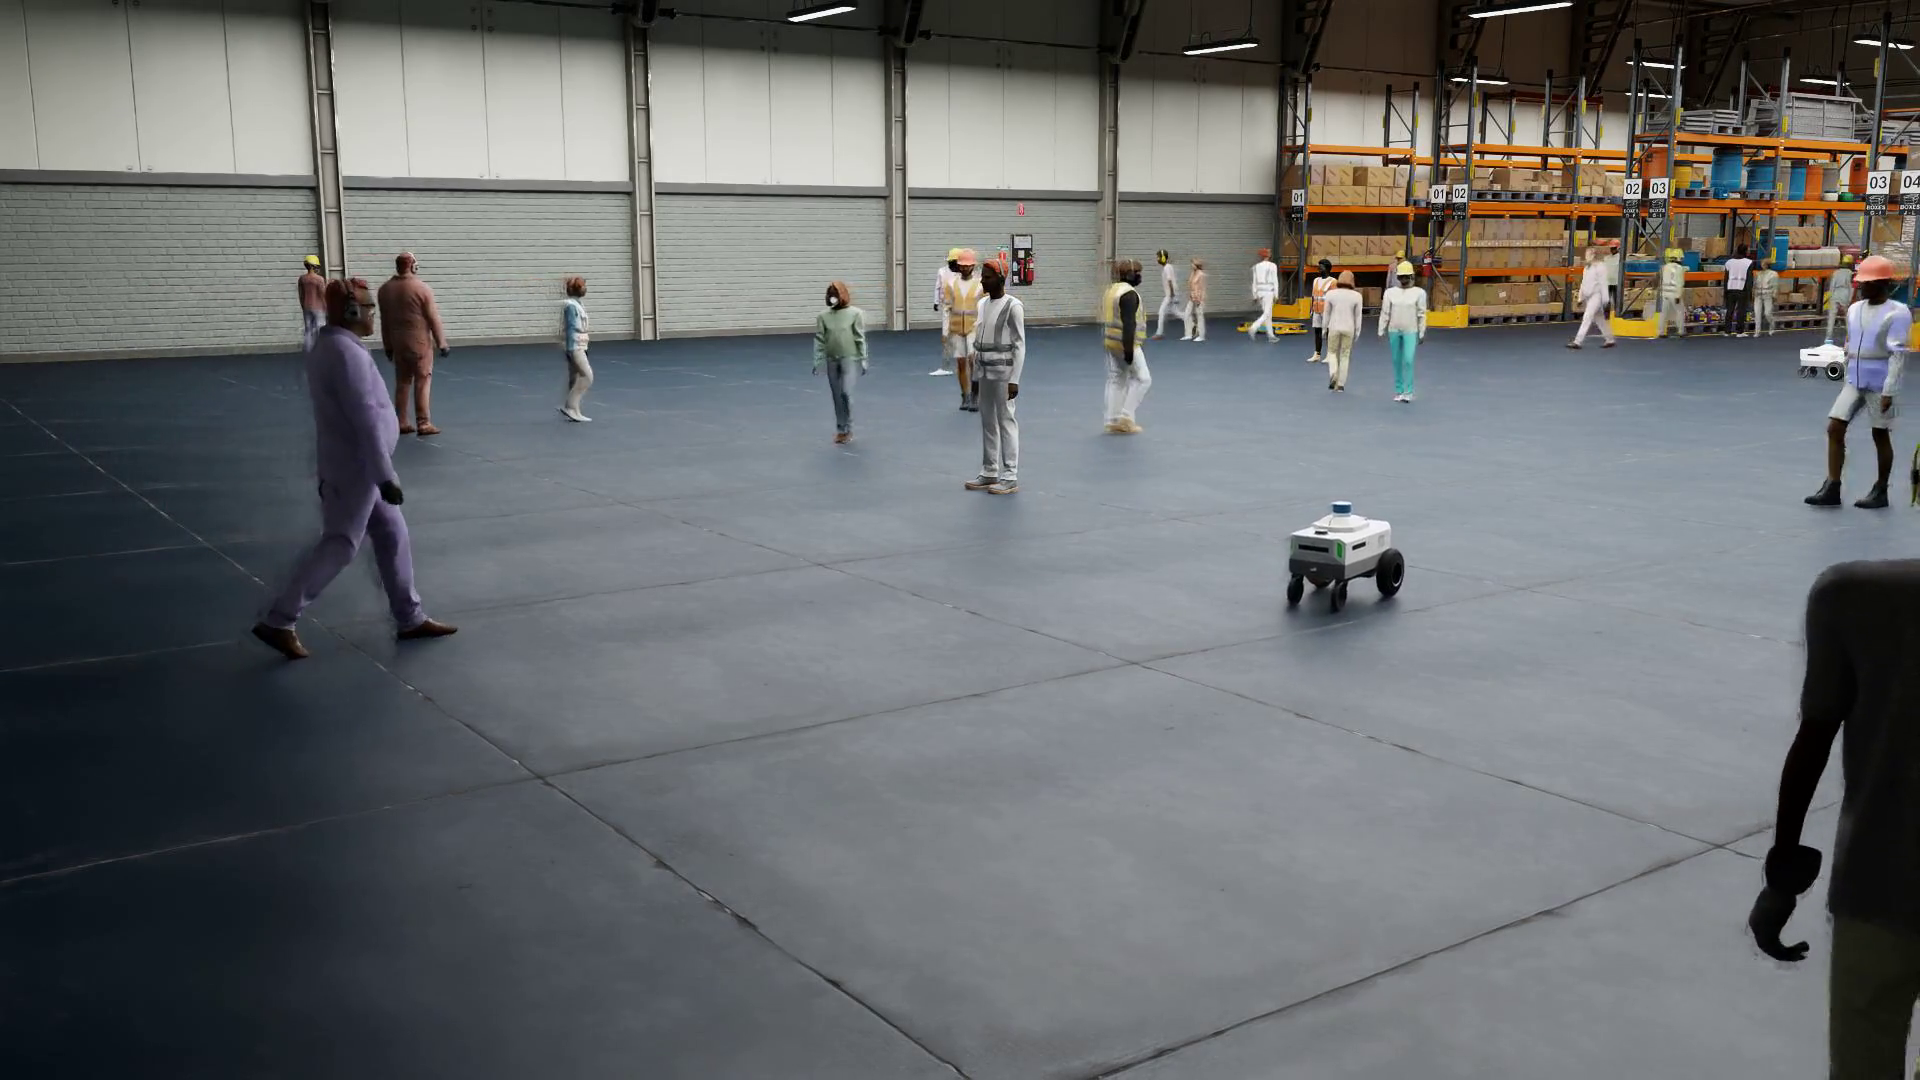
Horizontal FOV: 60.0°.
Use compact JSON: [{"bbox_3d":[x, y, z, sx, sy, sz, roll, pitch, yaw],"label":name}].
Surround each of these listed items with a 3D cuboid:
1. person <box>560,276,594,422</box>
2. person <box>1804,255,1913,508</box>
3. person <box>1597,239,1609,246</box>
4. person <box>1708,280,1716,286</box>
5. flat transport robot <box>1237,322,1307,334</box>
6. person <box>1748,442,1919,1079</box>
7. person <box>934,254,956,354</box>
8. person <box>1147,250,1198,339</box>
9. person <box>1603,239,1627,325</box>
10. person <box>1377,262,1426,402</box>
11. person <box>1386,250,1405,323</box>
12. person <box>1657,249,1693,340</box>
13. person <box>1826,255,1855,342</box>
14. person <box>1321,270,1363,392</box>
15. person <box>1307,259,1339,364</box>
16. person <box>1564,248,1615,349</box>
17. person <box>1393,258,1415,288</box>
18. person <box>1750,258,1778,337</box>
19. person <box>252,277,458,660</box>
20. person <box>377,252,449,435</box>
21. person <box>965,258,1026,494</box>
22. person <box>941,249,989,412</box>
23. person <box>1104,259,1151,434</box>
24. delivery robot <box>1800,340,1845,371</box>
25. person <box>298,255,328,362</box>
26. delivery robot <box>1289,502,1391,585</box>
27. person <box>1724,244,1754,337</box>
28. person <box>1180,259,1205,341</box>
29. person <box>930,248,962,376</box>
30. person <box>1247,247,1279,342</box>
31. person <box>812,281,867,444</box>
[{"bbox_3d":[-4.232,-2.107,18.440,0.364,1.627,0.514,-1,10,-8],"label":"person"},{"bbox_3d":[6.772,-1.168,12.506,0.803,1.905,0.568,-4,11,-20],"label":"person"},{"bbox_3d":[16.939,-6.970,44.096,1.011,2.012,0.604,-6,12,-30],"label":"person"},{"bbox_3d":[21.823,-7.685,48.598,0.955,1.786,0.606,-8,13,-39],"label":"person"},{"bbox_3d":[6.663,-4.540,35.502,0.652,0.197,1.431,-7,13,-34],"label":"flat transport robot"},{"bbox_3d":[1.621,0.653,2.764,0.524,1.840,0.896,4,11,20],"label":"person"},{"bbox_3d":[-0.110,-4.208,29.491,0.617,1.810,0.943,5,11,25],"label":"person"},{"bbox_3d":[4.318,-4.933,33.474,0.971,1.812,0.548,2,11,11],"label":"person"},{"bbox_3d":[15.175,-5.979,38.656,0.382,1.993,0.622,-7,13,-35],"label":"person"},{"bbox_3d":[5.459,-2.565,20.634,0.545,1.738,0.764,6,12,29],"label":"person"},{"bbox_3d":[10.304,-5.947,39.187,0.540,1.737,0.505,4,11,23],"label":"person"},{"bbox_3d":[14.376,-4.905,33.312,0.791,1.797,0.615,-2,11,-12],"label":"person"},{"bbox_3d":[17.242,-4.694,32.438,0.902,1.697,0.508,-8,13,-36],"label":"person"},{"bbox_3d":[5.087,-2.783,22.171,0.519,1.613,0.342,2,11,12],"label":"person"},{"bbox_3d":[5.927,-3.727,27.133,0.315,1.696,0.541,-7,13,-35],"label":"person"},{"bbox_3d":[11.705,-4.446,30.680,1.012,1.854,0.652,-1,10,-5],"label":"person"},{"bbox_3d":[8.769,-4.758,32.958,0.276,1.633,0.507,-7,13,-35],"label":"person"},{"bbox_3d":[16.548,-4.975,34.191,0.443,1.625,0.523,-9,14,-40],"label":"person"},{"bbox_3d":[-3.042,-0.358,8.210,0.952,1.867,0.640,-5,11,-25],"label":"person"},{"bbox_3d":[-5.677,-2.029,17.272,0.659,1.904,0.439,4,11,20],"label":"person"},{"bbox_3d":[0.286,-1.317,13.408,0.346,1.882,0.584,-7,13,-35],"label":"person"},{"bbox_3d":[0.048,-2.459,19.607,0.550,1.914,0.722,3,11,14],"label":"person"},{"bbox_3d":[1.757,-1.999,17.307,0.503,1.823,0.656,-2,10,-9],"label":"person"},{"bbox_3d":[12.592,-2.655,24.132,0.477,0.478,0.707,-7,13,-35],"label":"delivery robot"},{"bbox_3d":[-10.415,-3.710,26.853,0.524,1.769,0.309,4,11,19],"label":"person"},{"bbox_3d":[2.158,0.026,9.433,0.477,0.478,0.707,8,13,37],"label":"delivery robot"},{"bbox_3d":[16.032,-5.139,34.271,0.371,1.915,0.597,-8,13,-37],"label":"person"},{"bbox_3d":[4.581,-4.713,32.720,0.599,1.615,0.551,-3,11,-16],"label":"person"},{"bbox_3d":[0.039,-3.374,24.662,0.897,1.897,0.587,-4,11,-20],"label":"person"},{"bbox_3d":[5.896,-4.767,32.393,0.803,1.850,0.617,-7,13,-35],"label":"person"},{"bbox_3d":[-1.221,-1.751,16.505,0.539,1.614,0.538,4,11,21],"label":"person"}]
